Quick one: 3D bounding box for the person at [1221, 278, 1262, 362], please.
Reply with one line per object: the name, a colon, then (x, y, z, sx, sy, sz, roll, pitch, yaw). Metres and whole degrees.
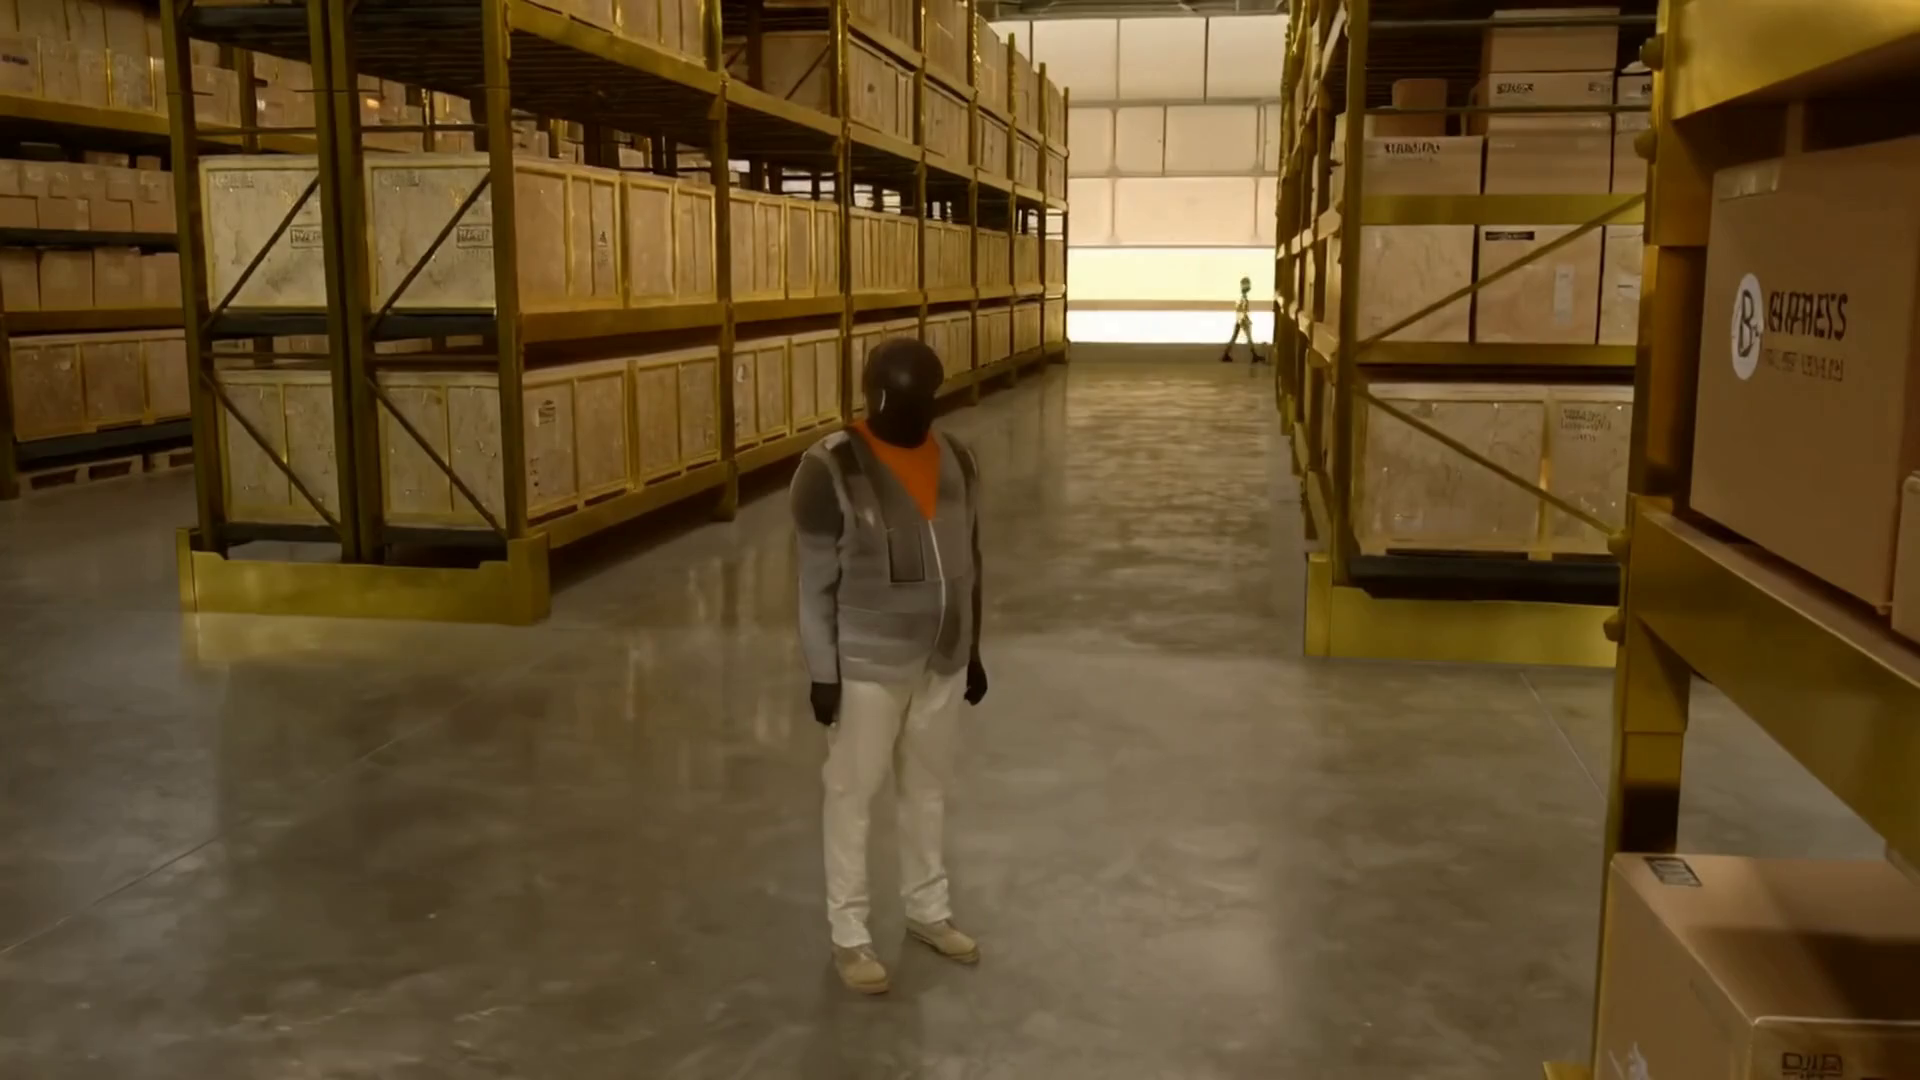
person: (6.392, -4.967, 37.619, 1.012, 1.885, 0.563, 2, 9, 13)

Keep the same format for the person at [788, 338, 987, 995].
person: (-0.169, 0.346, 4.763, 0.625, 1.841, 0.429, -7, 11, -37)
